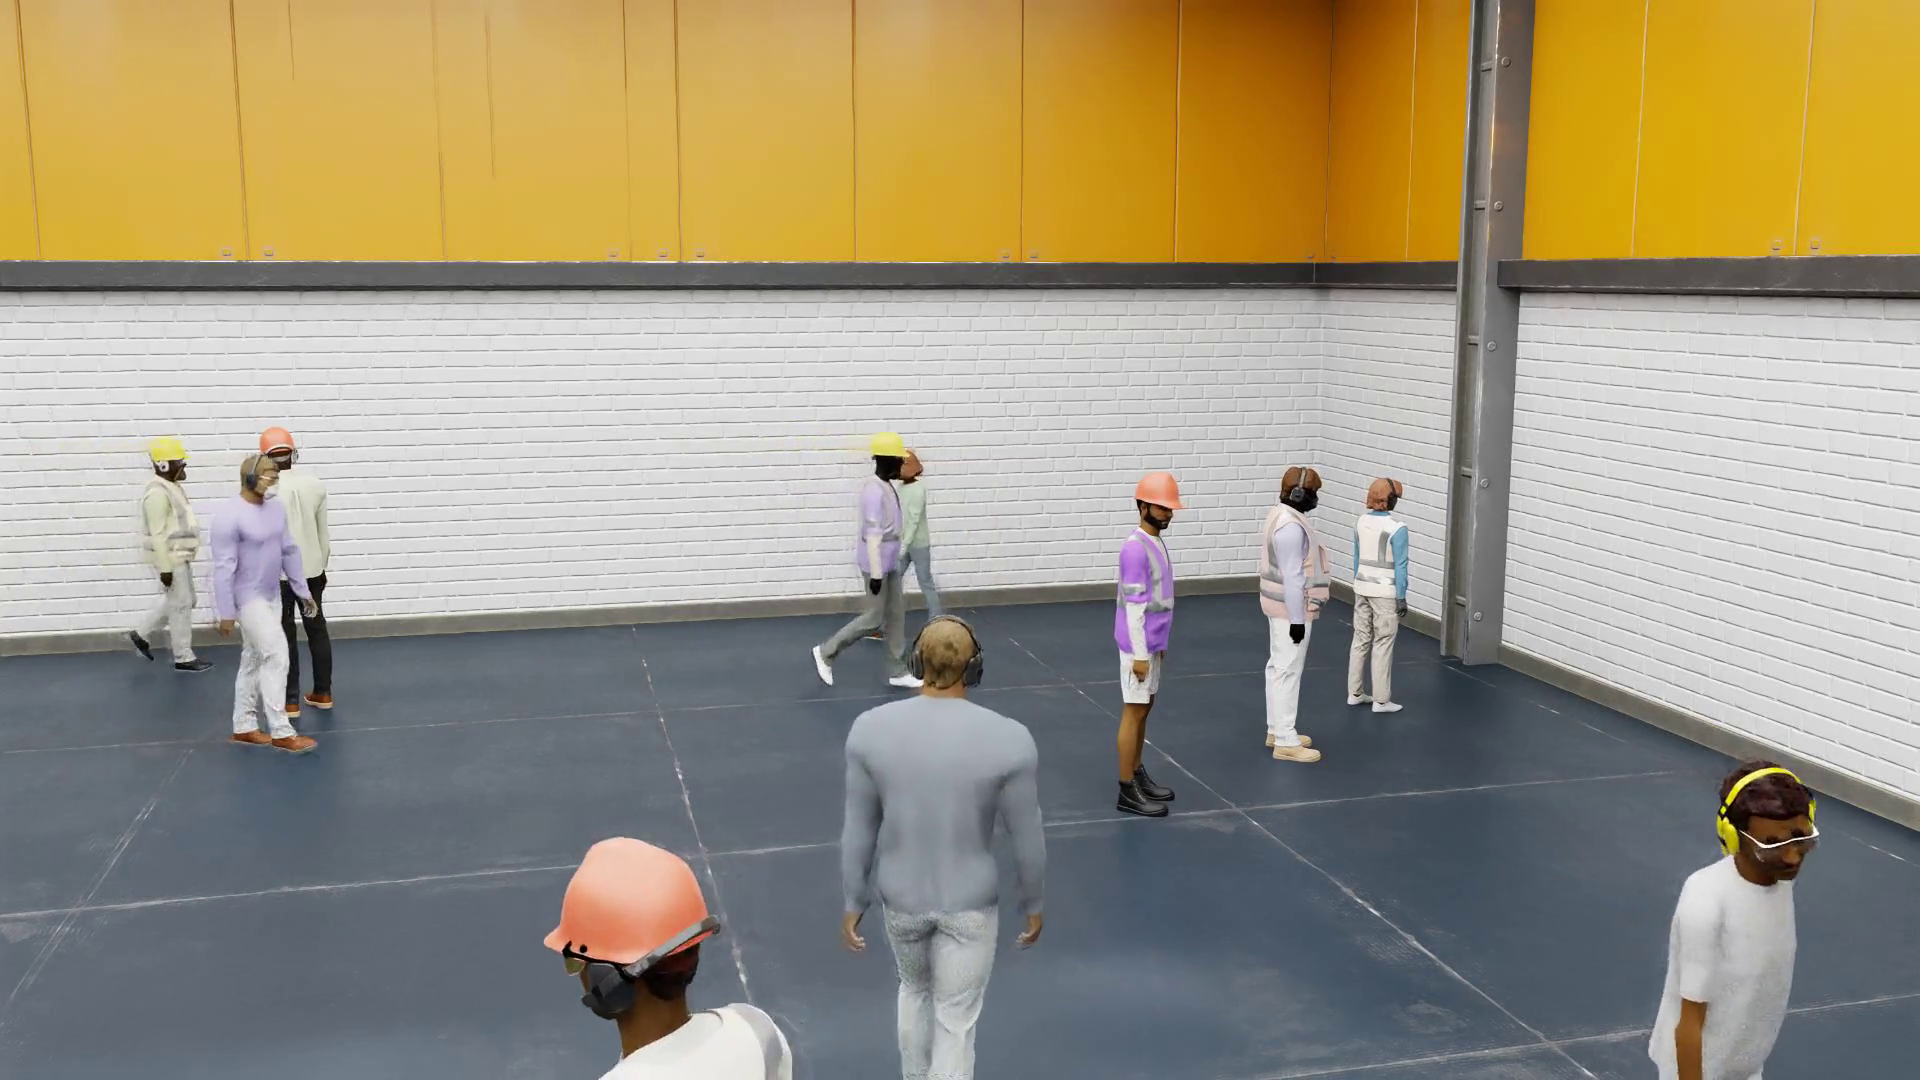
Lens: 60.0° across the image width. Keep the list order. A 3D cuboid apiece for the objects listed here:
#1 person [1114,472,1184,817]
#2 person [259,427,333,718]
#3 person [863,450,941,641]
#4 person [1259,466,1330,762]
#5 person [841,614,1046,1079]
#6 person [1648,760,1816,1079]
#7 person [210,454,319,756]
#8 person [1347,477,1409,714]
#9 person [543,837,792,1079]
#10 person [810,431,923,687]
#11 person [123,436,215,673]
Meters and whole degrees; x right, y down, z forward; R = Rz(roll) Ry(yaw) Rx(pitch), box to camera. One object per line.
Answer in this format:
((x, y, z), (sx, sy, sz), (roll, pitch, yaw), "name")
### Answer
((1.068, 0.573, 9.381), (0.376, 1.933, 0.544), (3, 10, 18), "person")
((-4.605, 0.220, 11.410), (0.392, 1.989, 0.610), (6, 11, 34), "person")
((-0.481, 0.066, 13.602), (0.802, 1.594, 0.502), (-5, 10, -27), "person")
((2.096, 0.453, 10.436), (0.429, 1.838, 0.622), (1, 9, 4), "person")
((-0.031, 1.184, 5.600), (0.665, 1.914, 0.723), (2, 9, 12), "person")
((1.957, 1.426, 4.369), (0.534, 1.828, 0.551), (-6, 11, -33), "person")
((-4.335, 0.414, 10.526), (0.802, 1.891, 0.620), (1, 9, 6), "person")
((2.897, 0.382, 11.521), (0.316, 1.629, 0.508), (-4, 10, -25), "person")
((-0.578, 1.539, 3.074), (0.418, 2.030, 0.610), (4, 10, 22), "person")
((-0.658, 0.152, 12.106), (0.793, 1.908, 0.602), (1, 9, 8), "person")
((-6.015, 0.121, 12.554), (0.547, 1.820, 0.604), (-3, 10, -18), "person")
